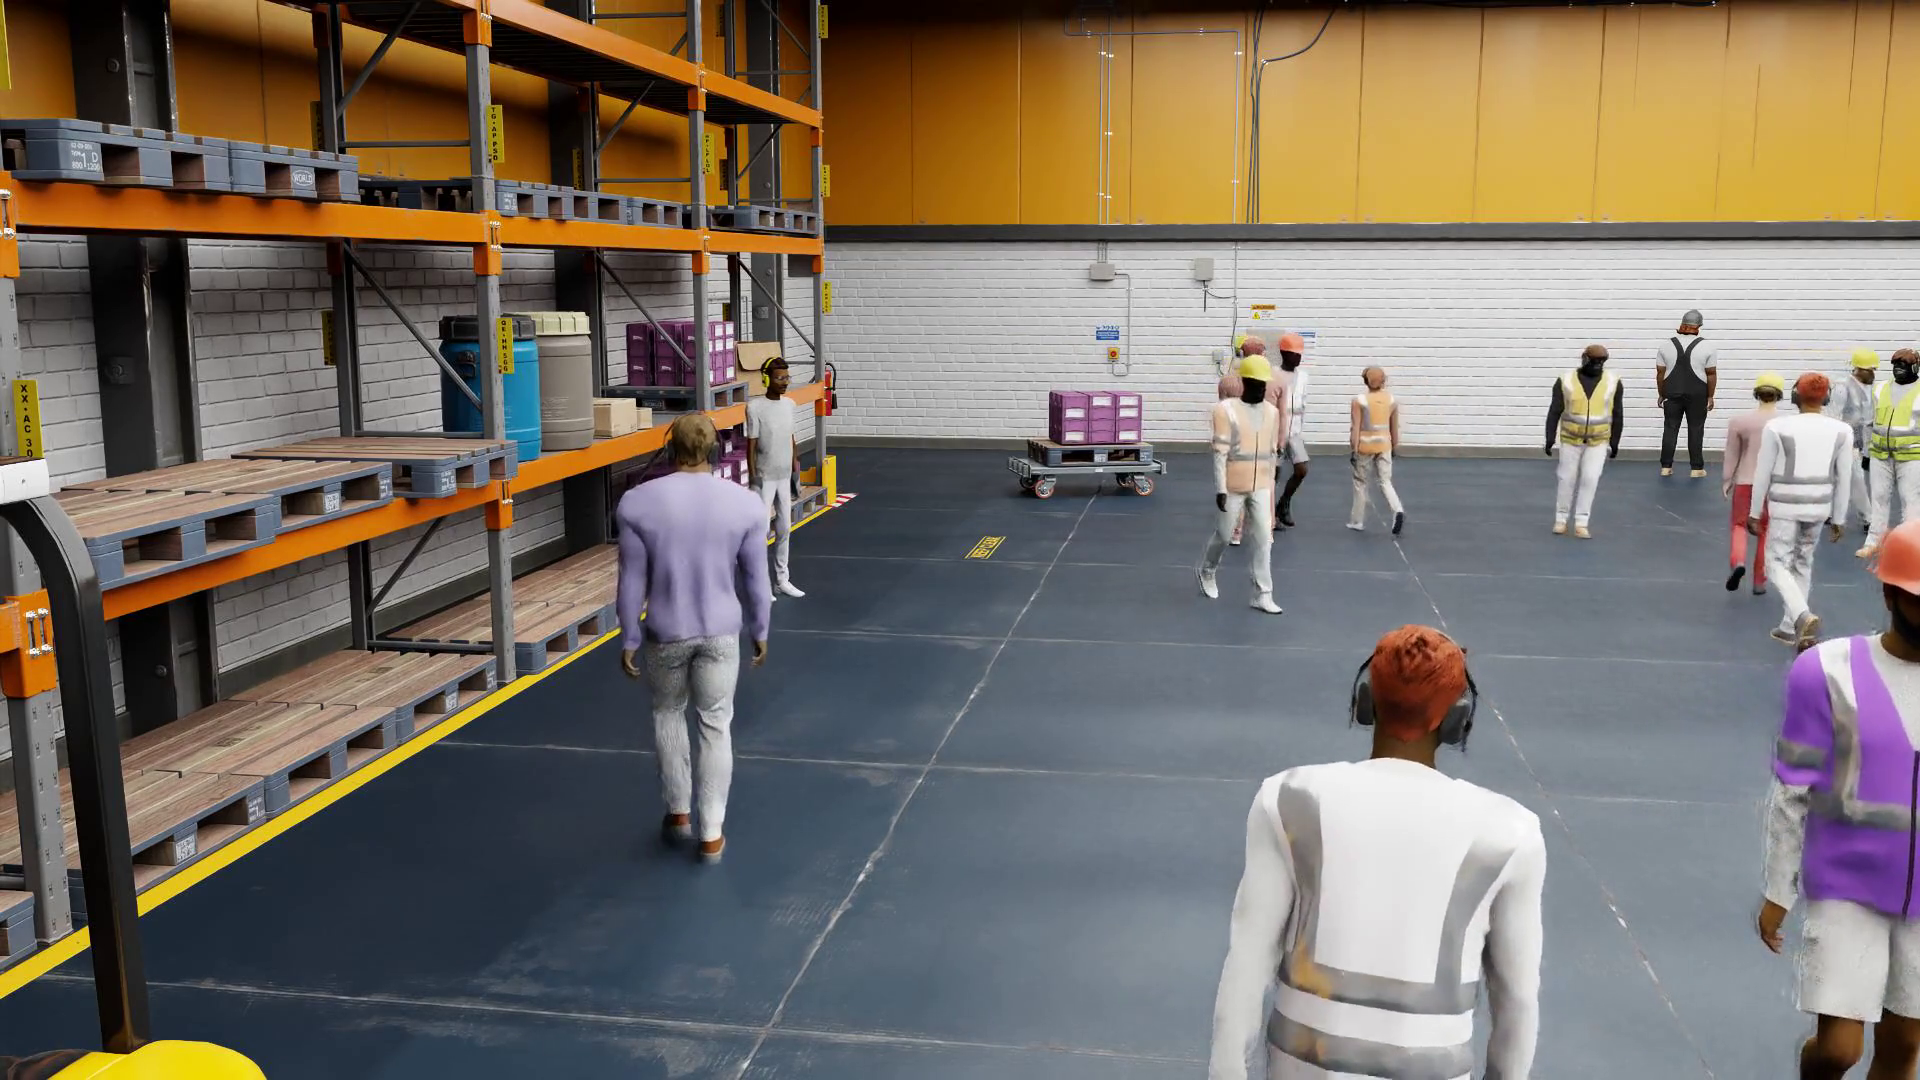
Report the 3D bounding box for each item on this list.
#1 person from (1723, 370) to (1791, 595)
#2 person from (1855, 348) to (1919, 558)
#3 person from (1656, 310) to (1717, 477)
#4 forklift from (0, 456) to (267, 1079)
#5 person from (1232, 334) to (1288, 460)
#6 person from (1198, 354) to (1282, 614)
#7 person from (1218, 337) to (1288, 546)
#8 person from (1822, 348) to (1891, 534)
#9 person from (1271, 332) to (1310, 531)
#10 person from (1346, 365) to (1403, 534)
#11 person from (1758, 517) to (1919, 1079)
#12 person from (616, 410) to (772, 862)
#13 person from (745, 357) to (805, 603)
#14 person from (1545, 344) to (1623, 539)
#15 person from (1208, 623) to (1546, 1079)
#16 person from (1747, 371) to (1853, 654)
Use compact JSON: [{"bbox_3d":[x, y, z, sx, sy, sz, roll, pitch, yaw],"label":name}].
[{"bbox_3d":[6.142,-0.426,12.766,0.536,1.755,0.487,5,10,28],"label":"person"},{"bbox_3d":[8.092,-0.727,14.346,0.429,1.842,0.637,-6,11,-34],"label":"person"},{"bbox_3d":[8.870,-1.790,20.289,0.688,2.000,0.536,7,11,36],"label":"person"},{"bbox_3d":[-2.328,0.975,2.765,2.313,2.155,1.214,1,9,9],"label":"forklift"},{"bbox_3d":[3.681,-1.725,20.871,0.819,1.724,0.562,-3,10,-15],"label":"person"},{"bbox_3d":[2.098,-0.438,12.392,0.594,1.900,0.882,-4,10,-21],"label":"person"},{"bbox_3d":[2.648,-0.890,15.150,0.642,1.909,0.410,0,9,-1],"label":"person"},{"bbox_3d":[8.566,-0.938,15.827,0.684,1.769,0.839,-6,11,-34],"label":"person"},{"bbox_3d":[3.119,-1.030,15.983,0.545,1.920,0.446,-4,10,-22],"label":"person"},{"bbox_3d":[3.963,-0.851,15.819,0.524,1.617,0.705,-3,10,-15],"label":"person"},{"bbox_3d":[2.332,0.880,4.176,0.576,1.924,0.415,2,9,10],"label":"person"},{"bbox_3d":[-1.141,0.392,7.206,0.650,1.914,0.678,-1,9,-8],"label":"person"},{"bbox_3d":[-1.413,-0.460,12.657,0.319,1.860,0.516,8,12,40],"label":"person"},{"bbox_3d":[5.867,-0.928,15.649,0.677,1.816,0.476,3,10,18],"label":"person"},{"bbox_3d":[0.815,1.080,3.302,0.614,1.809,1.020,3,10,18],"label":"person"},{"bbox_3d":[5.514,-0.175,10.886,0.591,1.862,0.749,0,9,1],"label":"person"}]
